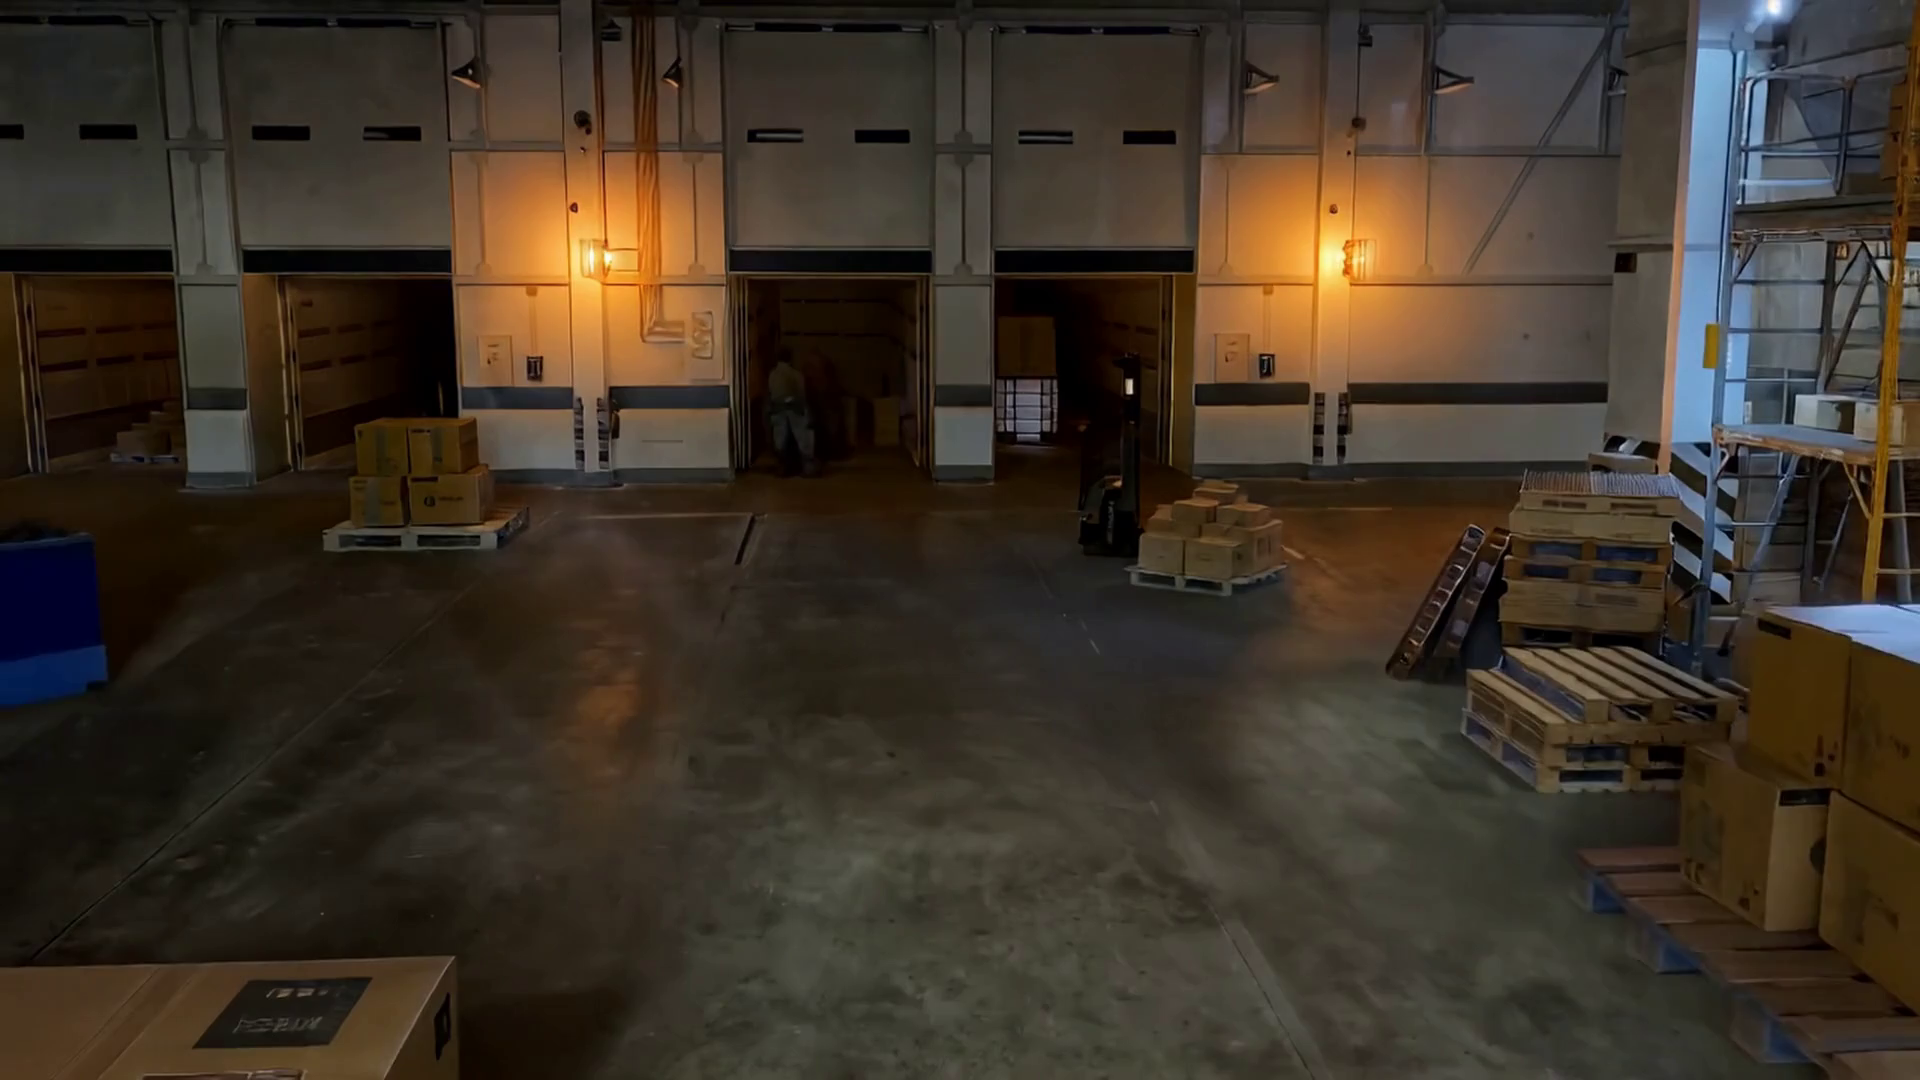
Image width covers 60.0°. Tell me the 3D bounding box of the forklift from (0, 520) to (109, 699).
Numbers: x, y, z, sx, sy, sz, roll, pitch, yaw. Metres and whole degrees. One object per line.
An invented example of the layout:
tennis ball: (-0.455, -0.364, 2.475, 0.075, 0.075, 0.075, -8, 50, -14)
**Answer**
forklift: (-6.798, -0.330, 10.821, 1.129, 2.768, 1.873, 9, 13, 44)

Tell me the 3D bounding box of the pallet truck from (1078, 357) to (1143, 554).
pallet truck: (2.088, -0.836, 16.757, 1.885, 1.965, 0.823, 2, 9, 13)
